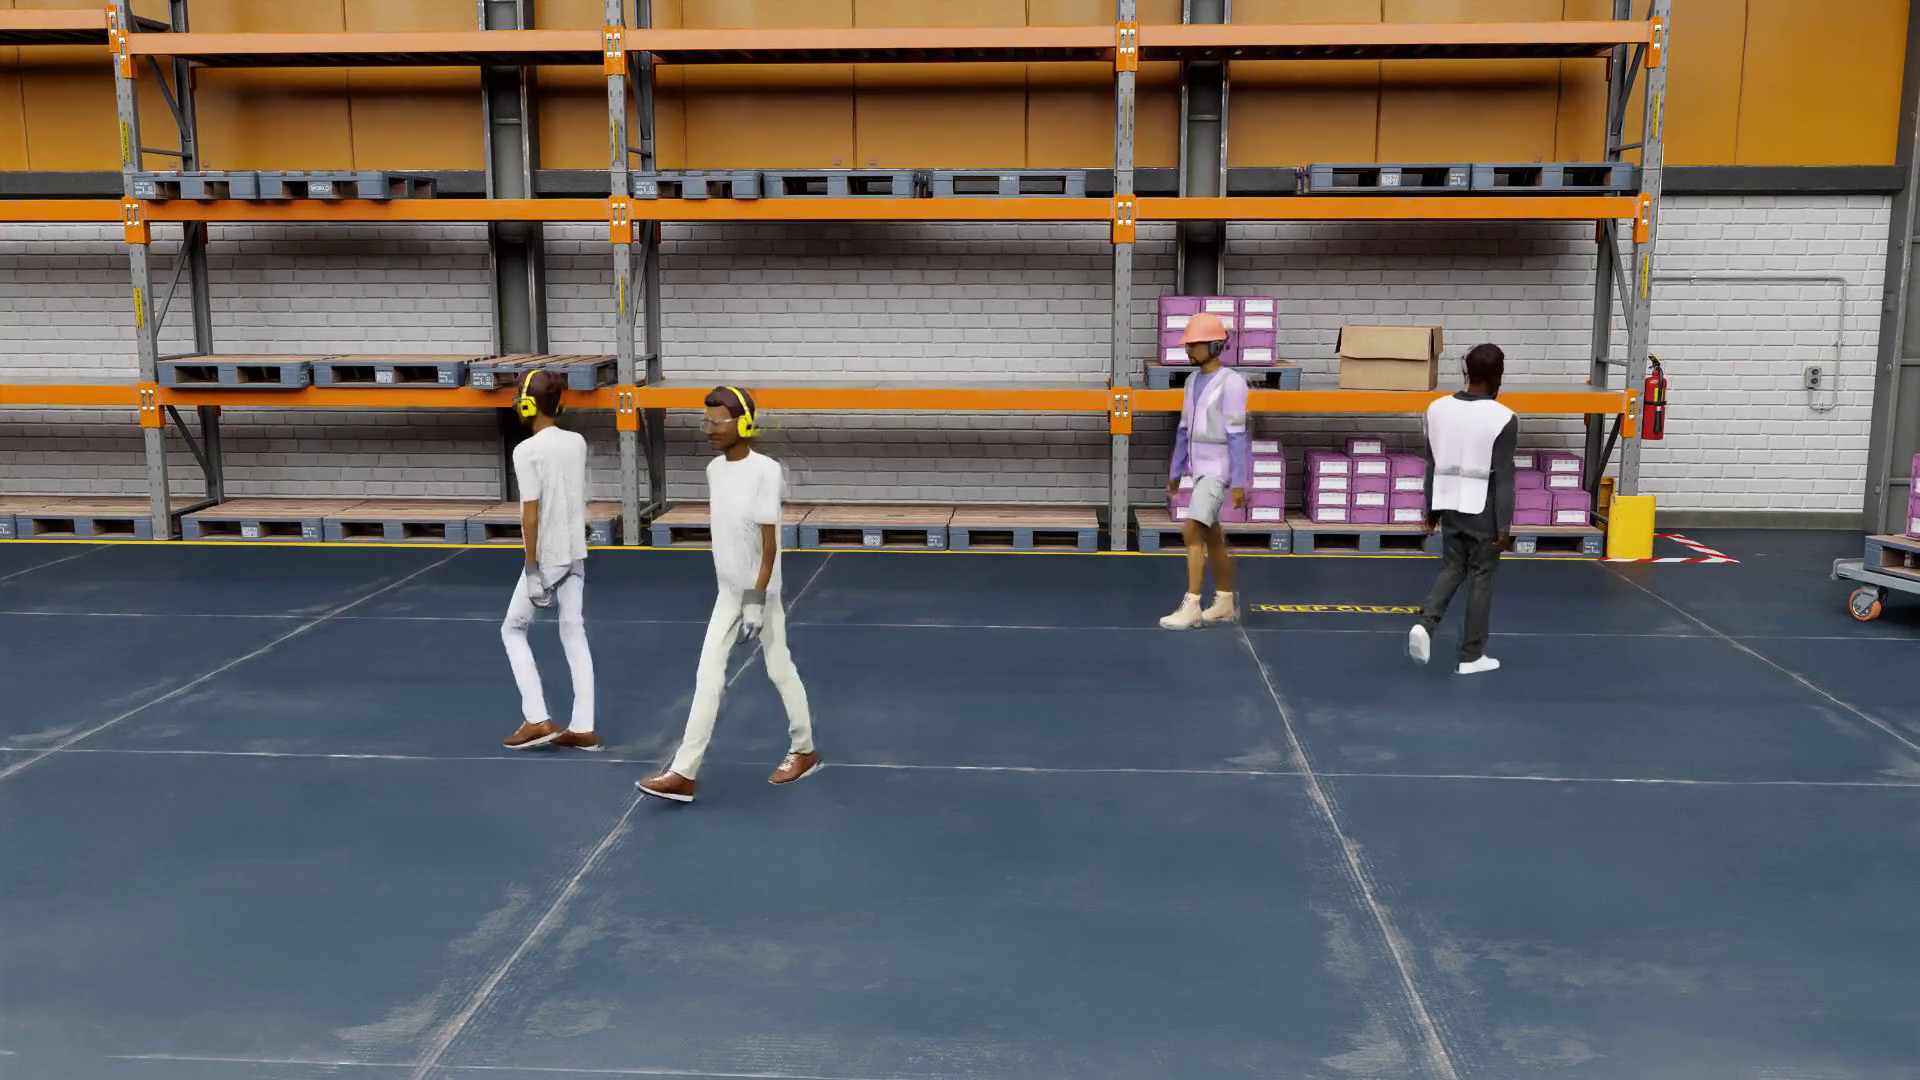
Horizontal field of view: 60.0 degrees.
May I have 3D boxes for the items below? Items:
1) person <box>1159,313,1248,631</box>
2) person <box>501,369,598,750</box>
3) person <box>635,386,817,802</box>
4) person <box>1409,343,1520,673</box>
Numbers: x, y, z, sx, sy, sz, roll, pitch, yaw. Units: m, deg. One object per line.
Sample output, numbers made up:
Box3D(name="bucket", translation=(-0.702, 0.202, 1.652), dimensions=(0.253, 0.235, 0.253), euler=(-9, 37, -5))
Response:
Box3D(name="person", translation=(1.491, -0.426, 10.606), dimensions=(0.780, 2.014, 0.636), euler=(-3, 10, -19))
Box3D(name="person", translation=(-1.988, 0.101, 8.023), dimensions=(0.594, 1.847, 0.527), euler=(6, 11, 31))
Box3D(name="person", translation=(-0.970, 0.242, 7.260), dimensions=(0.543, 1.816, 0.979), euler=(8, 13, 39))
Box3D(name="person", translation=(2.858, -0.163, 9.414), dimensions=(0.536, 1.895, 0.606), euler=(-7, 12, -36))
